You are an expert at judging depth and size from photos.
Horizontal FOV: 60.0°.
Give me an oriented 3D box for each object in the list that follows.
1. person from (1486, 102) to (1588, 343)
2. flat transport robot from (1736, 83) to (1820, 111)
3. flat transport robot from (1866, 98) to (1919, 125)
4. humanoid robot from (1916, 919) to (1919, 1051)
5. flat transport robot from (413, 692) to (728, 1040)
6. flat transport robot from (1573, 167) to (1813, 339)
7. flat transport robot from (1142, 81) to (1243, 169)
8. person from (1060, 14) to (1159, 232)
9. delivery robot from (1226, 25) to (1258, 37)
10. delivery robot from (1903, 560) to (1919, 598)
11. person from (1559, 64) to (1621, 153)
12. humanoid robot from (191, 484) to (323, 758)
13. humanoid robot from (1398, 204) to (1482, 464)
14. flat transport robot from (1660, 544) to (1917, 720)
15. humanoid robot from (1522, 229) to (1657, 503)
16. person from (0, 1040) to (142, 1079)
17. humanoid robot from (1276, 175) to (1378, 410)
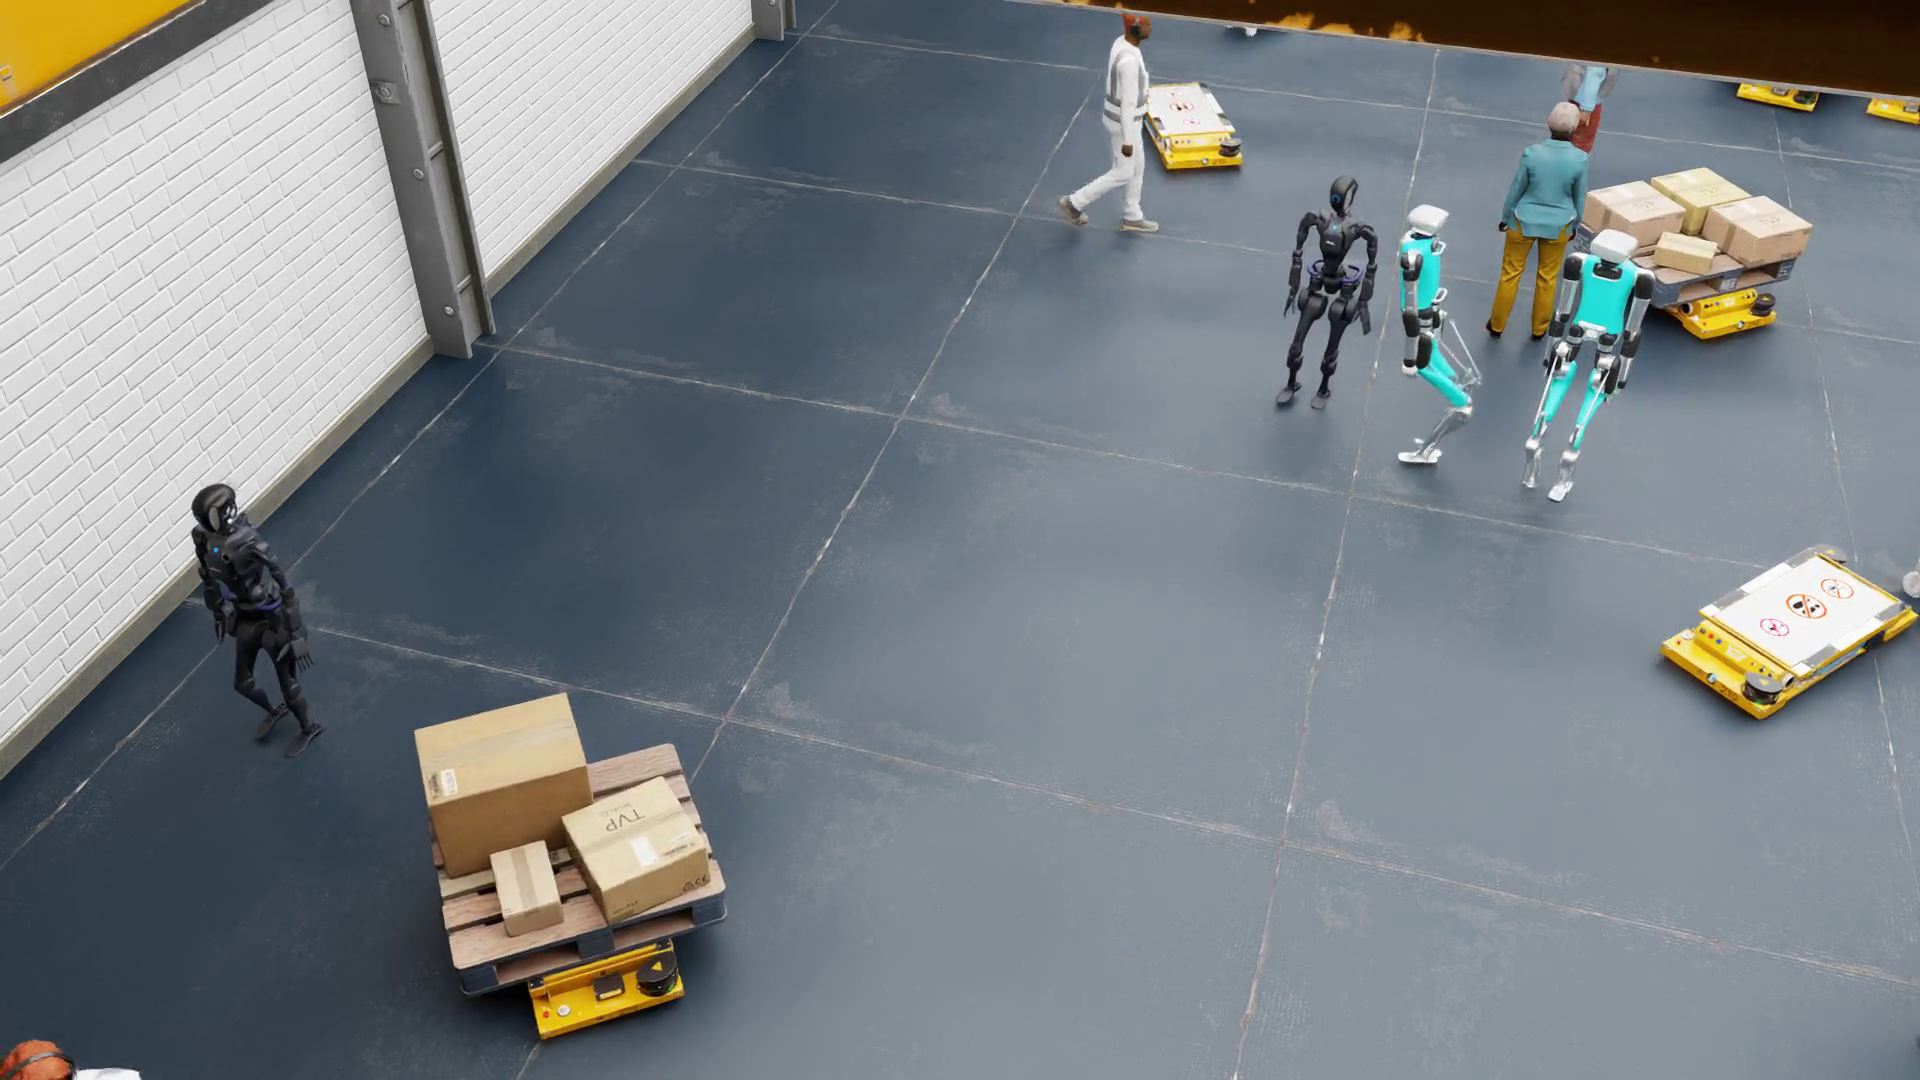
[{"bbox_3d":[4.022,-2.190,11.544,0.536,1.751,0.339,8,40,10],"label":"person"},{"bbox_3d":[7.704,-4.373,15.444,0.659,0.231,1.431,20,43,23],"label":"flat transport robot"},{"bbox_3d":[8.760,-4.130,15.142,0.659,0.231,1.431,23,44,25],"label":"flat transport robot"},{"bbox_3d":[4.437,1.536,7.017,0.601,1.637,0.785,11,40,13],"label":"humanoid robot"},{"bbox_3d":[-1.808,1.671,7.926,0.659,0.231,1.431,-14,41,-16],"label":"flat transport robot"},{"bbox_3d":[5.362,-1.982,12.470,0.659,0.231,1.431,-14,41,-16],"label":"flat transport robot"},{"bbox_3d":[1.961,-3.651,14.546,0.659,0.231,1.431,-5,39,-7],"label":"flat transport robot"},{"bbox_3d":[1.190,-3.182,12.687,0.717,1.867,0.600,3,39,4],"label":"person"},{"bbox_3d":[3.005,-5.335,16.408,0.785,0.589,0.499,-27,46,-29],"label":"delivery robot"},{"bbox_3d":[5.826,0.247,9.453,0.499,0.575,0.759,-14,41,-17],"label":"delivery robot"},{"bbox_3d":[4.929,-3.510,13.097,0.416,1.869,0.561,7,39,9],"label":"person"},{"bbox_3d":[-3.518,0.415,8.362,0.611,1.656,0.329,15,41,17],"label":"humanoid robot"},{"bbox_3d":[3.005,-1.183,10.309,0.782,1.773,0.530,17,42,20],"label":"humanoid robot"},{"bbox_3d":[4.702,0.492,9.392,1.431,0.231,0.659,-23,44,-26],"label":"flat transport robot"},{"bbox_3d":[3.699,-0.949,10.019,0.545,1.797,0.662,24,45,27],"label":"humanoid robot"},{"bbox_3d":[-3.064,2.294,5.895,0.699,1.835,0.801,-5,39,-6],"label":"person"},{"bbox_3d":[2.430,-1.591,10.858,0.601,1.655,0.350,19,43,22],"label":"humanoid robot"}]
